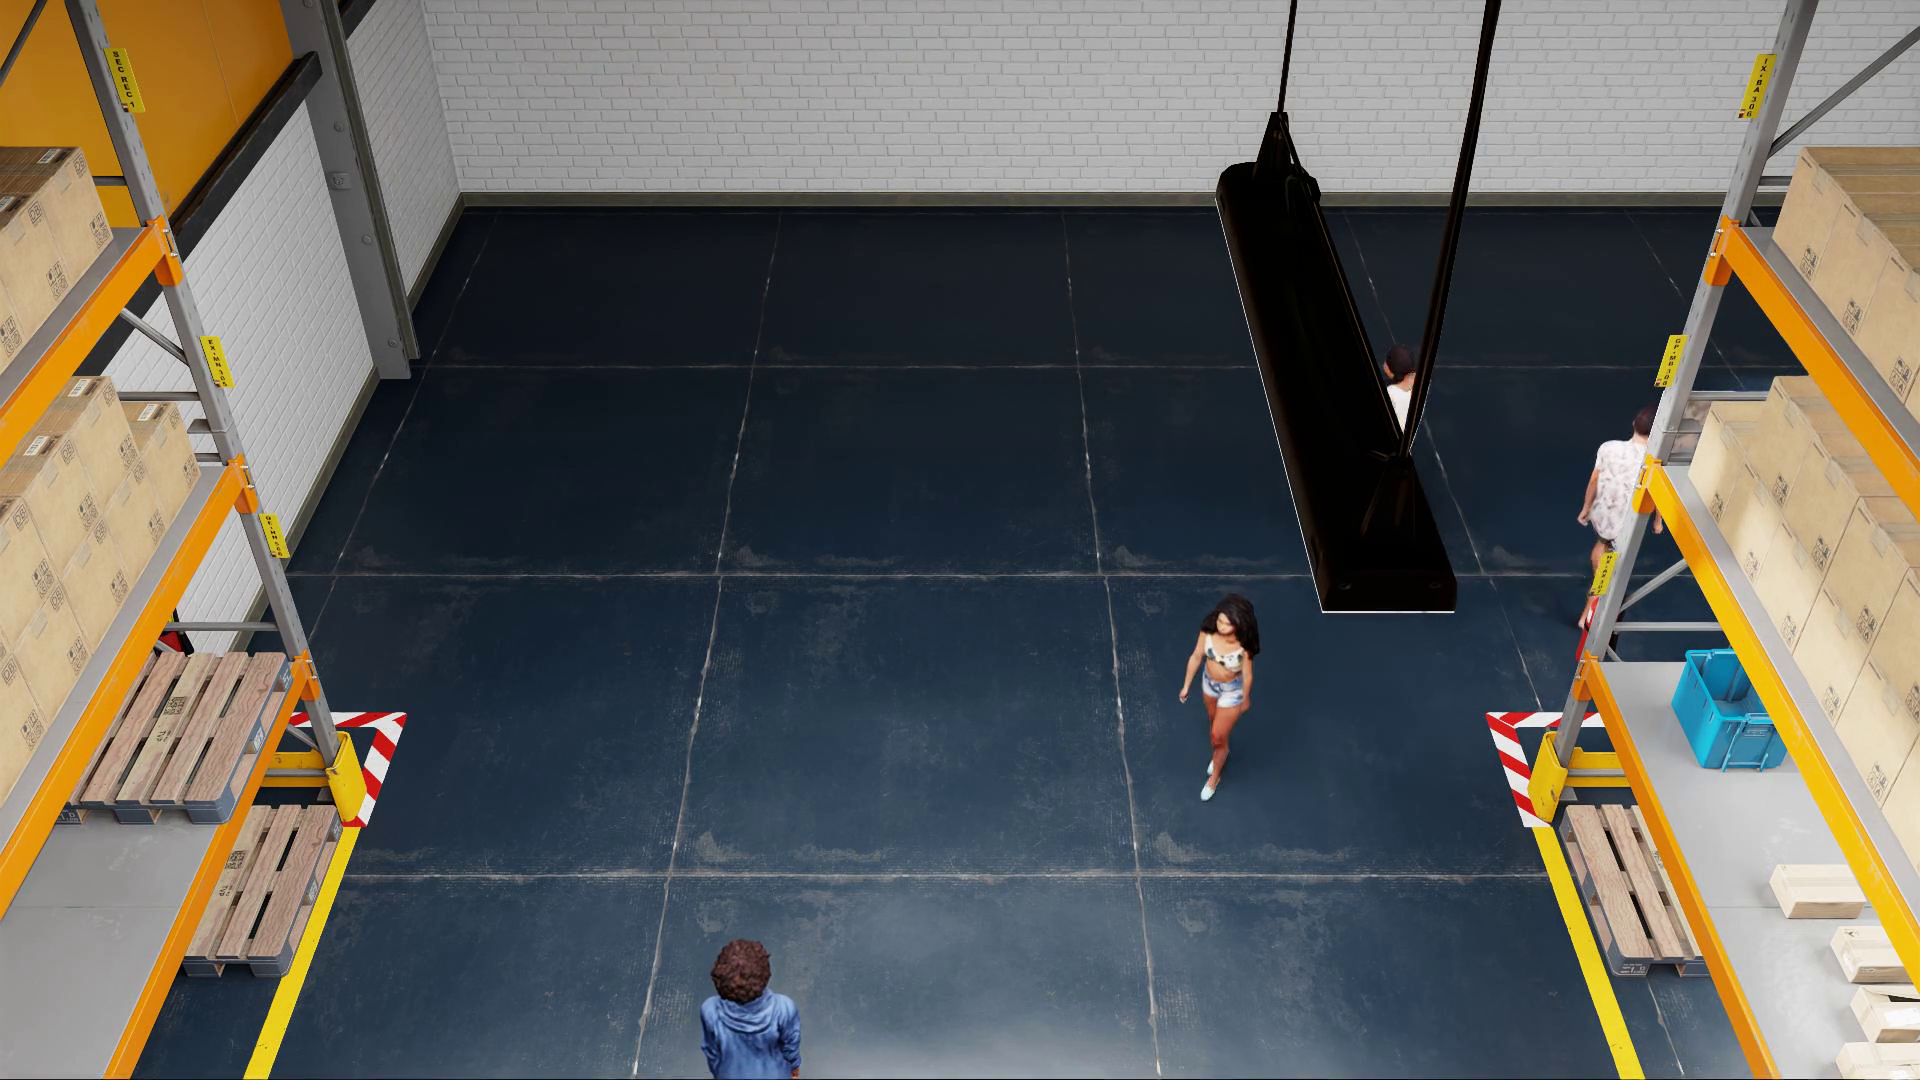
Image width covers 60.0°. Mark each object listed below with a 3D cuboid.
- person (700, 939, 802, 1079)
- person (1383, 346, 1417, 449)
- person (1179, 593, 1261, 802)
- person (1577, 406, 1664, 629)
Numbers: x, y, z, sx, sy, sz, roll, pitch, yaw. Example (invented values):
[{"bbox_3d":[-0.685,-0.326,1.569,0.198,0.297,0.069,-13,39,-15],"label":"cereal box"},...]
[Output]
[{"bbox_3d":[-1.060,2.702,8.493,0.675,1.807,0.570,-3,39,-3],"label":"person"},{"bbox_3d":[3.356,-0.739,12.913,1.048,1.668,0.992,32,48,33],"label":"person"},{"bbox_3d":[1.757,0.941,10.857,0.753,1.610,0.814,32,48,33],"label":"person"},{"bbox_3d":[4.733,-0.124,12.045,1.095,1.790,1.044,-29,47,-31],"label":"person"}]
